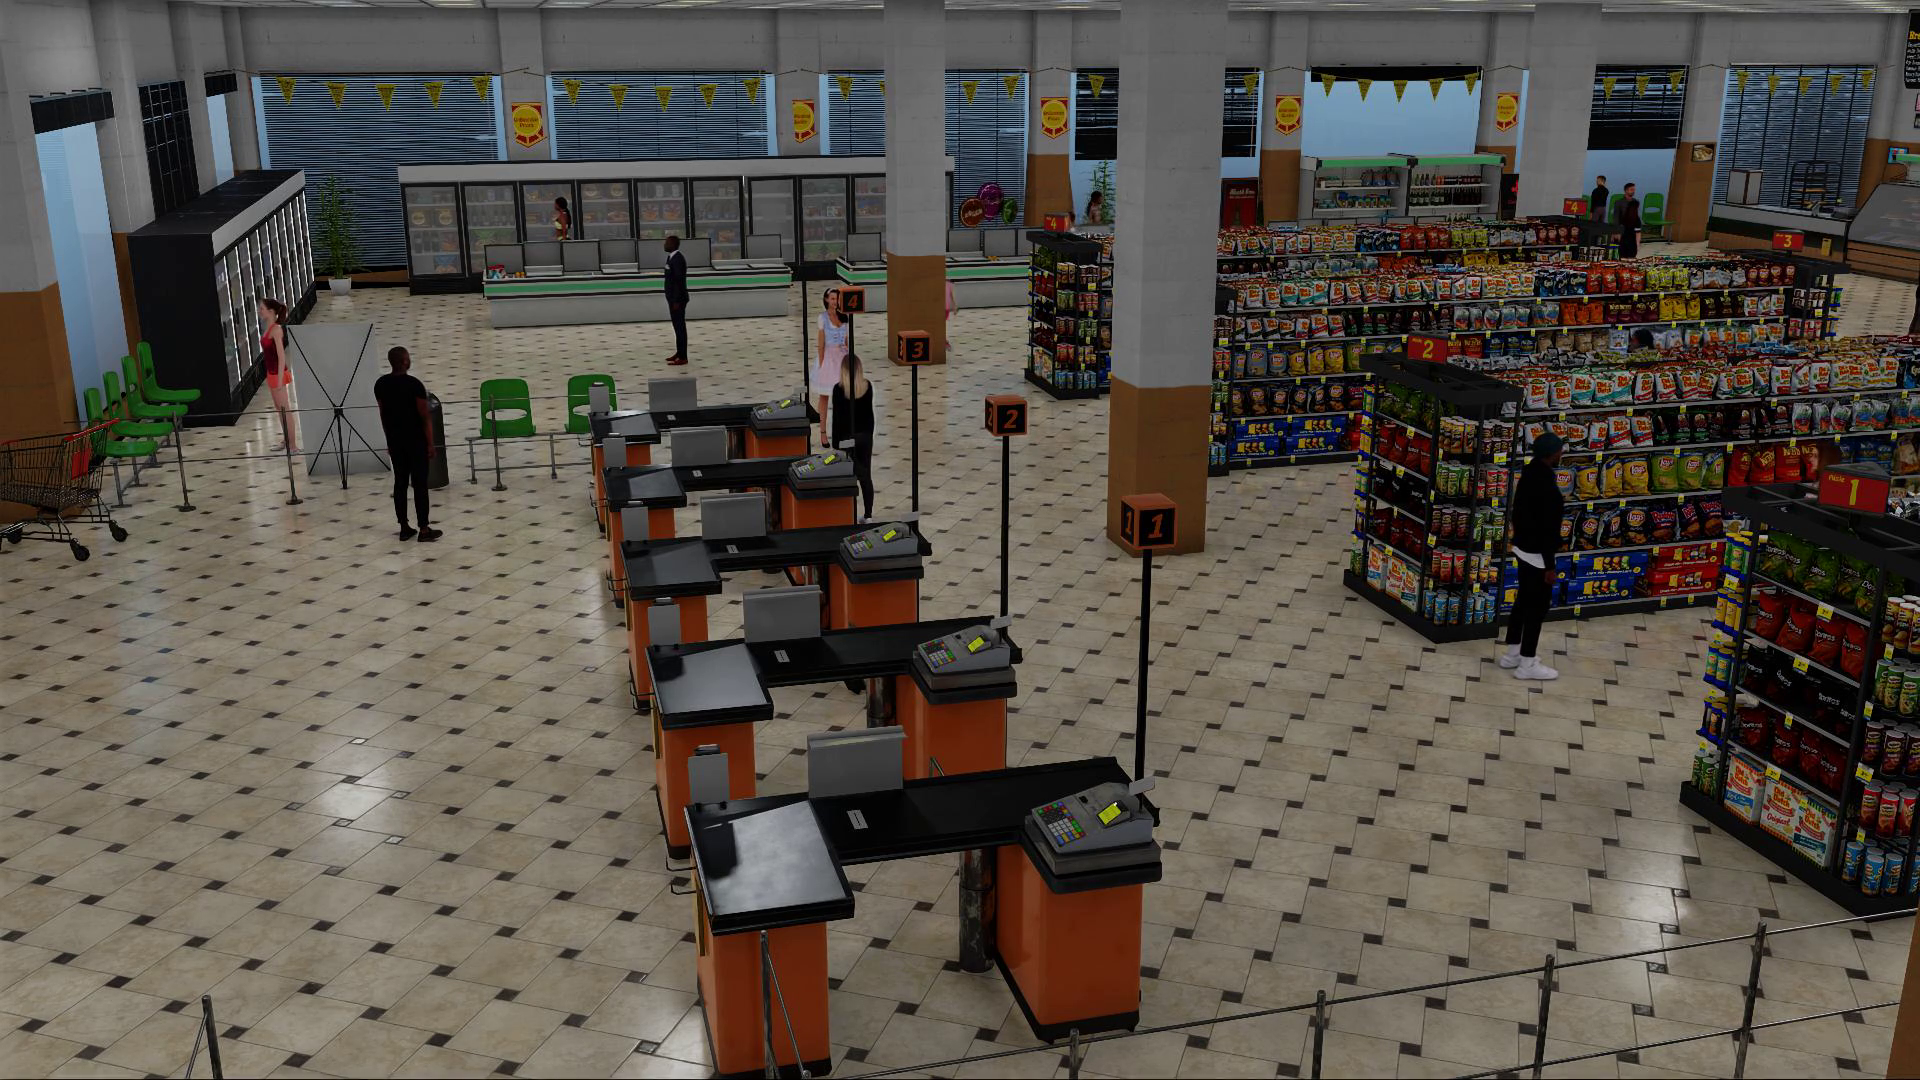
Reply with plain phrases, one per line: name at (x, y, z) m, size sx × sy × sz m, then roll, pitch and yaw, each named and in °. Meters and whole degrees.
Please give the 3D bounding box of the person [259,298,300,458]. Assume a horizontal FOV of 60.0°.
person at (-7.619, -1.832, 18.576) m, size 0.631 × 1.753 × 0.621 m, roll -10°, pitch 19°, yaw -29°

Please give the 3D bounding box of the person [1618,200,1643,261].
person at (12.324, -5.441, 30.658) m, size 0.675 × 1.638 × 0.673 m, roll -11°, pitch 20°, yaw -31°

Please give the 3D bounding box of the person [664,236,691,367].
person at (-4.032, -3.427, 23.708) m, size 0.619 × 1.824 × 0.699 m, roll -3°, pitch 17°, yaw -10°

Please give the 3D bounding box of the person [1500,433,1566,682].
person at (4.170, 0.107, 12.086) m, size 0.676 × 1.814 × 0.724 m, roll -1°, pitch 17°, yaw -2°

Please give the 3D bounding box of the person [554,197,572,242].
person at (-7.105, -5.293, 29.971) m, size 0.538 × 1.754 × 0.591 m, roll -2°, pitch 17°, yaw -7°

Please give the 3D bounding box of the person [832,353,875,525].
person at (-1.007, -0.926, 15.707) m, size 0.572 × 1.685 × 0.728 m, roll -11°, pitch 20°, yaw -31°

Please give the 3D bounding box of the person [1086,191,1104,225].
person at (2.387, -5.522, 30.744) m, size 1.161 × 1.743 × 0.838 m, roll 1°, pitch 17°, yaw 4°

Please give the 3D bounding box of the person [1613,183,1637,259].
person at (12.575, -5.823, 31.509) m, size 0.594 × 1.874 × 0.779 m, roll -8°, pitch 18°, yaw -23°

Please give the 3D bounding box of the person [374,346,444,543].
person at (-5.101, -0.887, 15.349) m, size 0.682 × 1.820 × 0.810 m, roll 4°, pitch 17°, yaw 14°

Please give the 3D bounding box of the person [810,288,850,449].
person at (-1.441, -1.969, 18.916) m, size 0.767 × 1.818 × 0.857 m, roll -11°, pitch 20°, yaw -32°

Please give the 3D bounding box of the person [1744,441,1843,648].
person at (6.449, 0.129, 12.256) m, size 1.160 × 1.673 × 0.768 m, roll -1°, pitch 17°, yaw -4°

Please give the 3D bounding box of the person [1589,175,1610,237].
person at (13.684, -6.966, 35.632) m, size 0.531 × 1.666 × 0.679 m, roll -8°, pitch 19°, yaw -24°

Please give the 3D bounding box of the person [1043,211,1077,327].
person at (1.812, -4.328, 26.679) m, size 1.162 × 1.822 × 0.755 m, roll -2°, pitch 17°, yaw -7°
